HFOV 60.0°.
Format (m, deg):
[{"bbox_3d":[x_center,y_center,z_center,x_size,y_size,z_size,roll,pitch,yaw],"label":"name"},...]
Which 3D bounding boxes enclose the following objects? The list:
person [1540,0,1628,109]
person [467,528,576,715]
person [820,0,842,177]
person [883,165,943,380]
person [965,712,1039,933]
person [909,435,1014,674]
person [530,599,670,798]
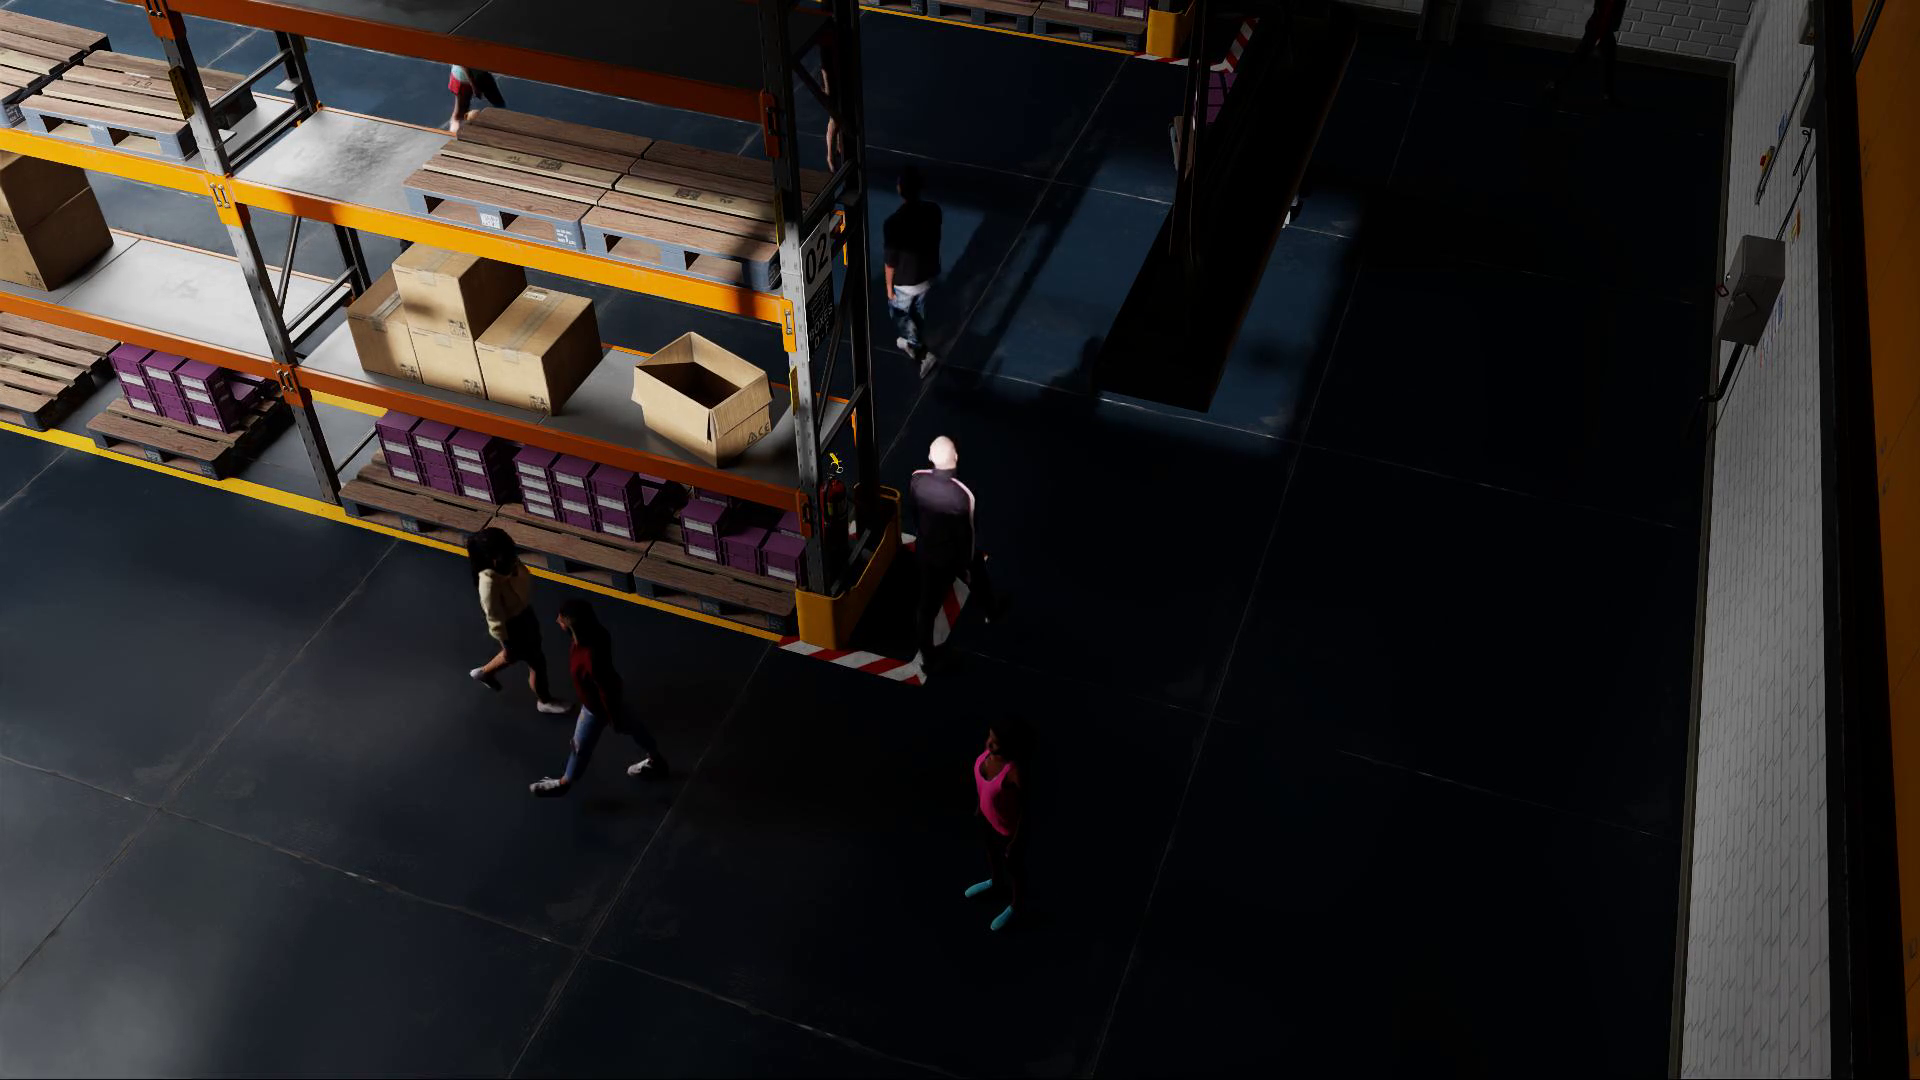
[{"bbox_3d":[6.159,-4.970,16.230,1.110,1.617,0.782,4,44,4],"label":"person"},{"bbox_3d":[-2.868,0.518,10.469,0.978,1.617,0.788,3,44,3],"label":"person"},{"bbox_3d":[-1.160,-4.248,15.337,0.507,1.803,0.614,18,46,18],"label":"person"},{"bbox_3d":[-0.328,-2.069,13.059,0.996,1.789,1.102,-26,49,-25],"label":"person"},{"bbox_3d":[0.255,1.551,9.308,0.718,1.723,0.648,-23,48,-22],"label":"person"},{"bbox_3d":[-0.149,0.163,10.714,1.098,1.793,0.928,26,49,25],"label":"person"},{"bbox_3d":[-2.079,0.953,10.038,1.165,1.581,0.974,-8,44,-9],"label":"person"}]
